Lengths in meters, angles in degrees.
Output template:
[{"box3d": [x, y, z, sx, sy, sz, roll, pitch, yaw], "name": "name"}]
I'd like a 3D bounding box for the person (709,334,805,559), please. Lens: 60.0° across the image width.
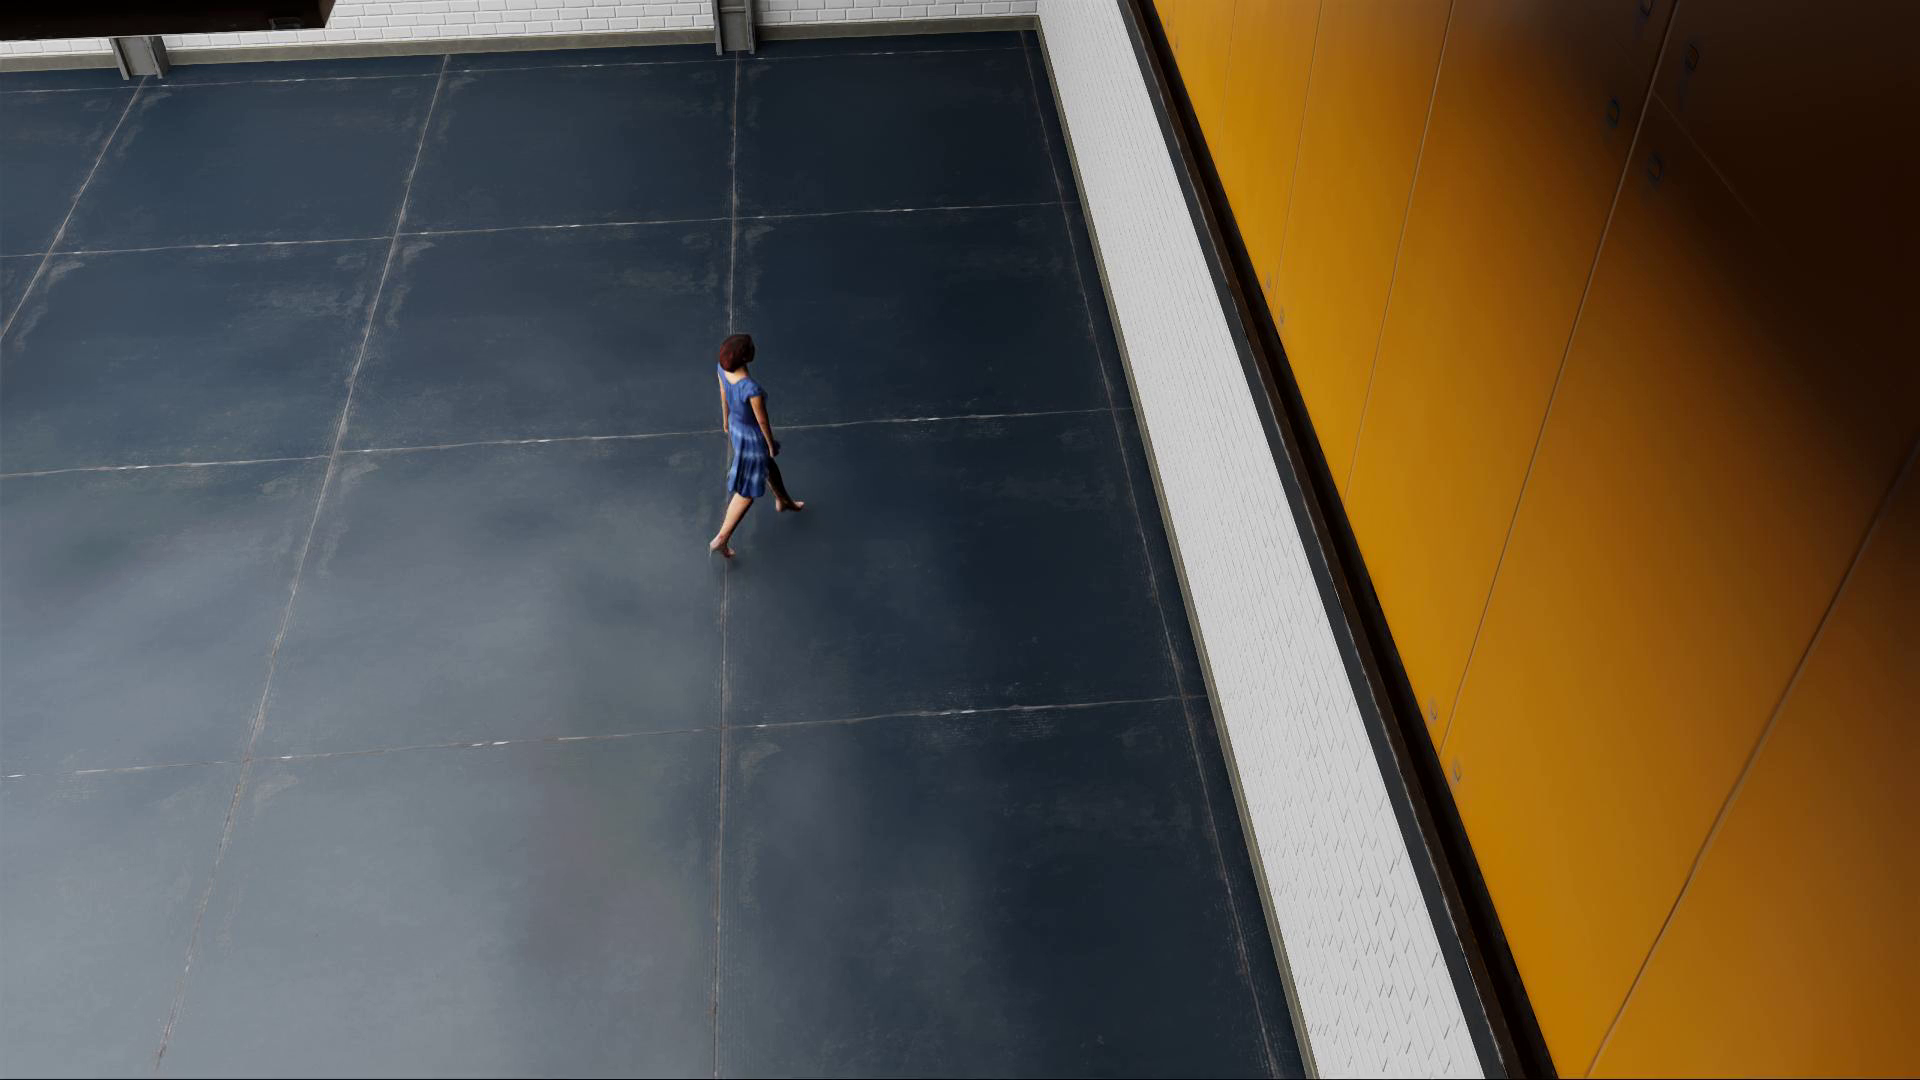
[{"box3d": [-1.485, -0.602, 11.335, 1.203, 1.766, 1.020, -27, 50, -25], "name": "person"}]
